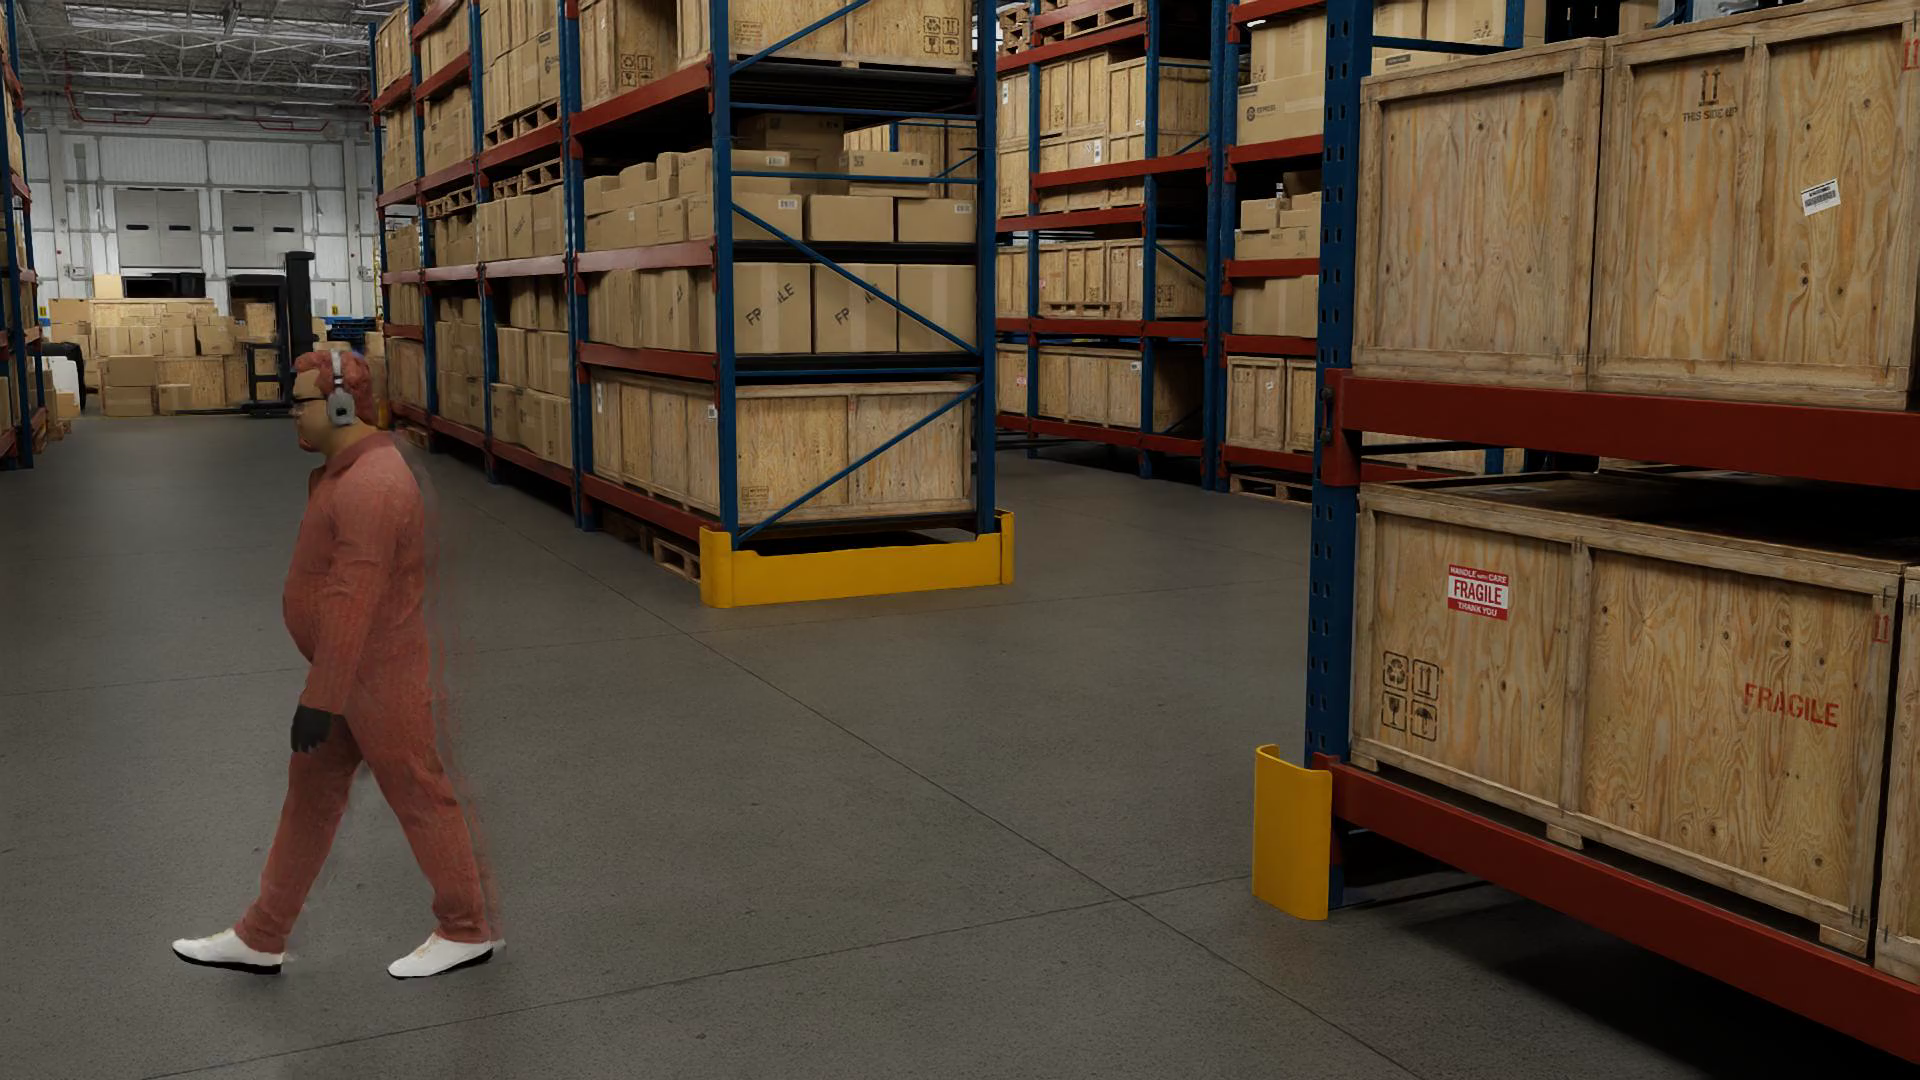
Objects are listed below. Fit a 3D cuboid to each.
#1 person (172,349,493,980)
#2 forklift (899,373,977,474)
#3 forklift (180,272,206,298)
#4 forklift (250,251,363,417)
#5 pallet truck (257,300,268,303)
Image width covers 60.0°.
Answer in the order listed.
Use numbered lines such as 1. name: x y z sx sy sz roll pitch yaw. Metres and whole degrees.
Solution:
1. person: -1.840 0.394 4.818 0.947 1.862 0.663 -4 9 -24
2. forklift: -0.780 -2.131 18.786 1.873 2.768 1.129 -4 9 -23
3. forklift: -23.404 -6.797 50.961 1.873 2.768 1.129 1 8 5
4. forklift: -11.317 -3.558 28.623 1.873 2.768 1.129 -4 9 -26
5. pallet truck: -23.913 -7.404 58.171 1.885 1.965 0.823 -1 8 -9
